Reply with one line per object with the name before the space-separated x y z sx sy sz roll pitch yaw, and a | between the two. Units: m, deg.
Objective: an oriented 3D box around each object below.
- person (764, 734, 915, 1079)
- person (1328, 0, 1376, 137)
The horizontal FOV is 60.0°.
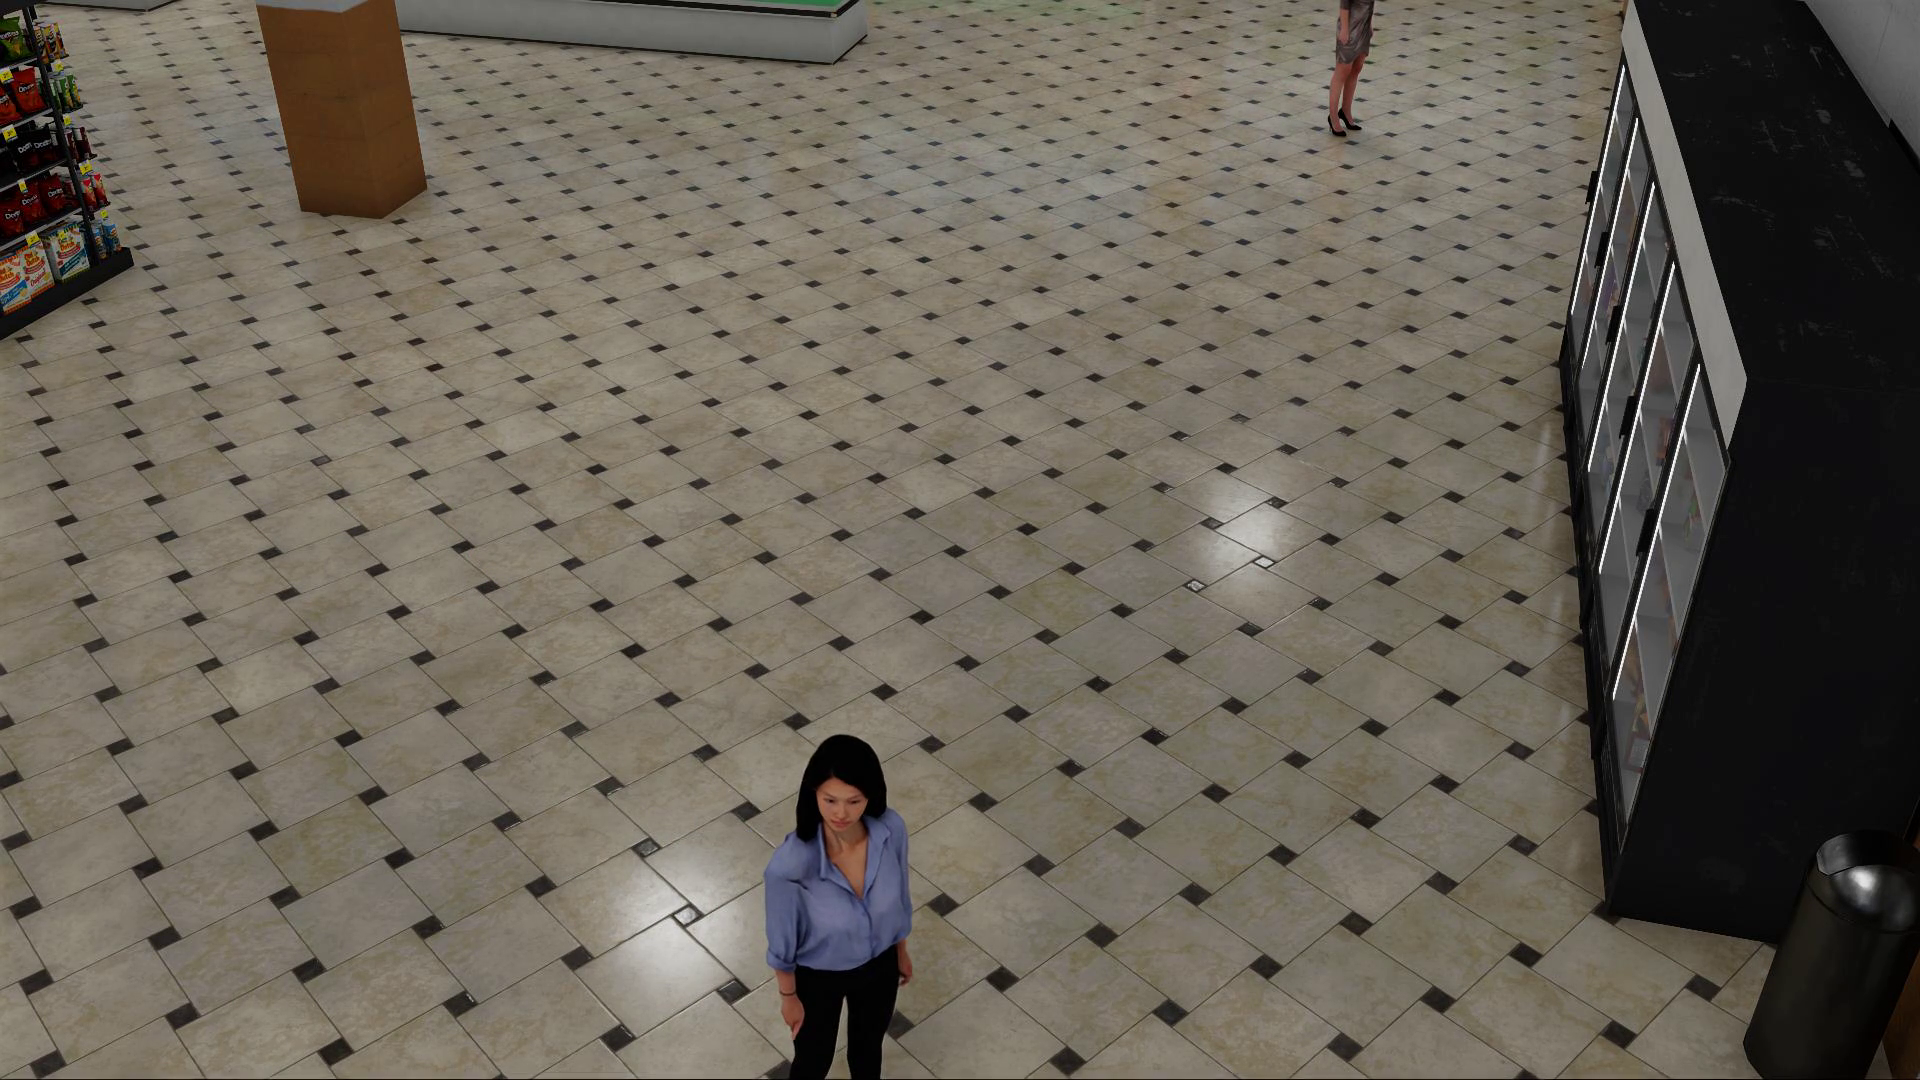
person | -0.354 1.295 5.025 0.716 1.745 0.774 -17 36 -26
person | 3.328 -4.310 14.033 0.663 1.747 0.661 27 41 36
